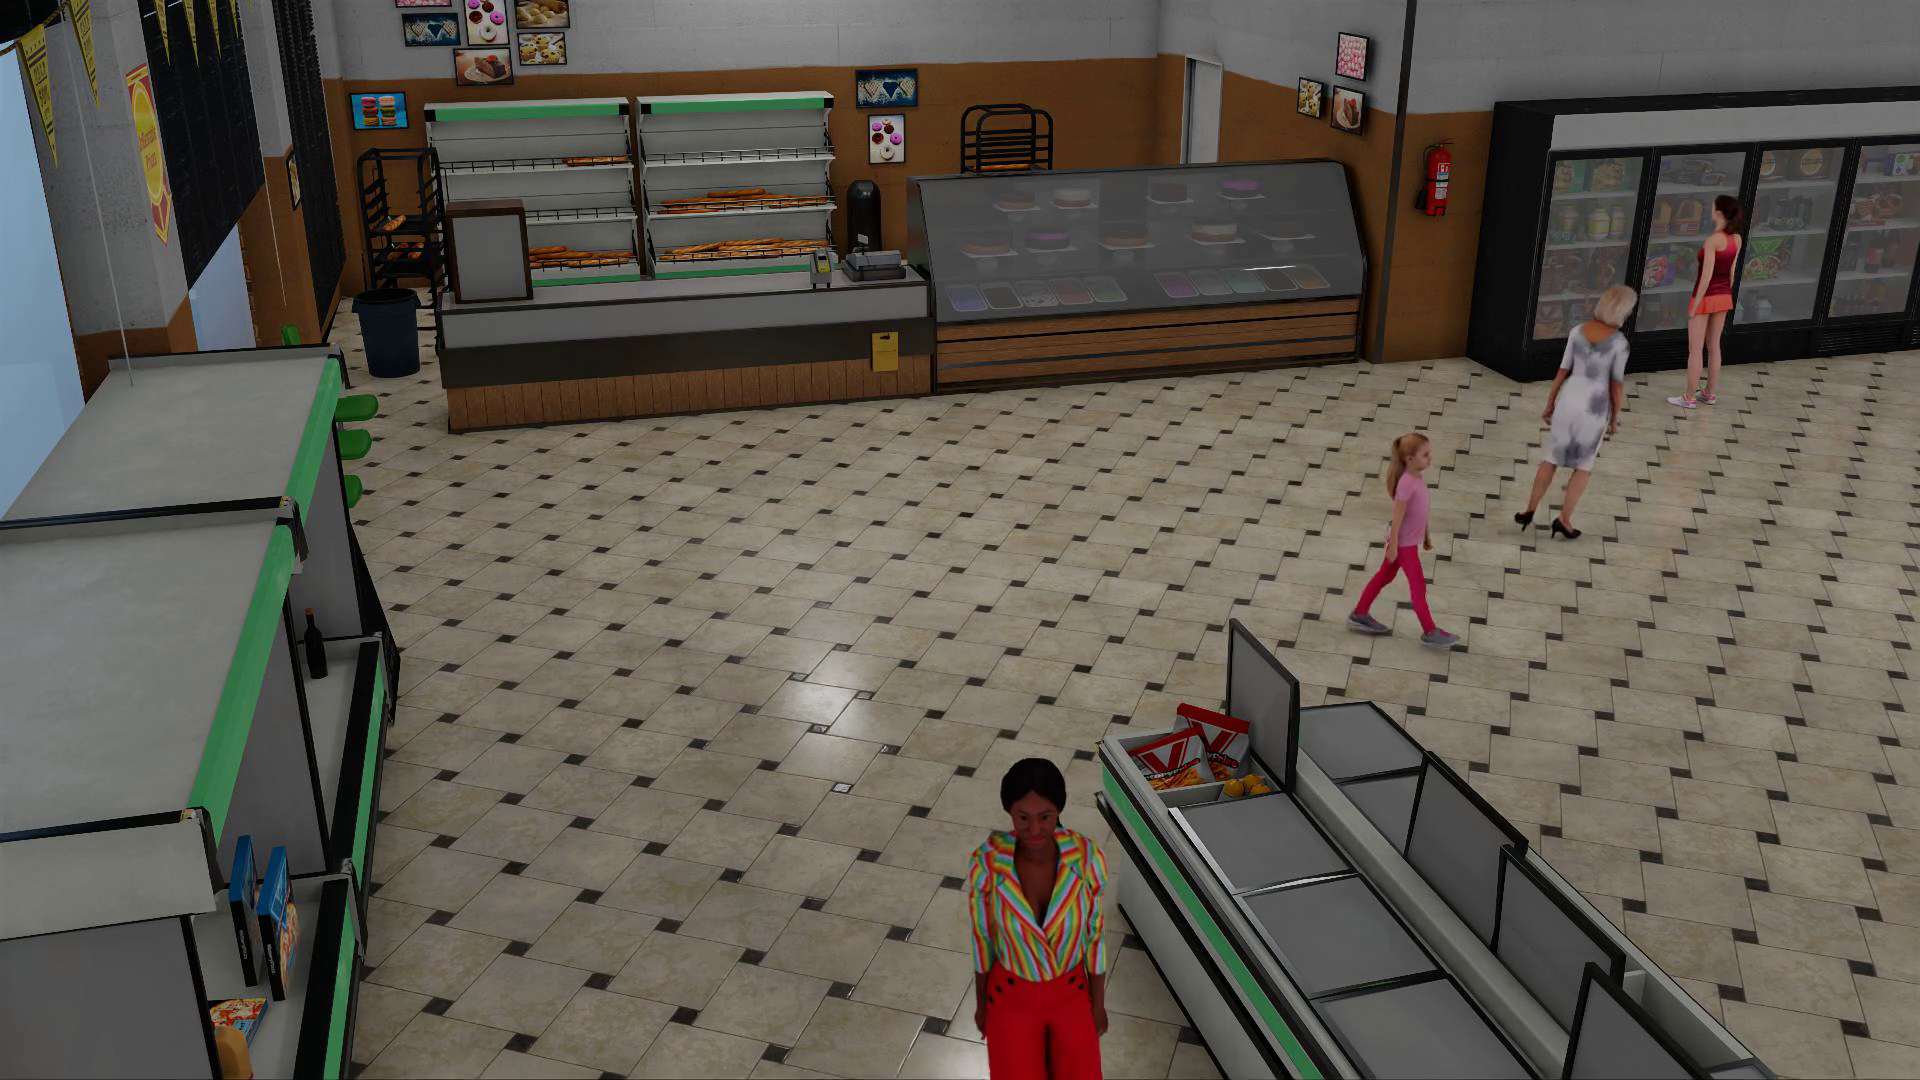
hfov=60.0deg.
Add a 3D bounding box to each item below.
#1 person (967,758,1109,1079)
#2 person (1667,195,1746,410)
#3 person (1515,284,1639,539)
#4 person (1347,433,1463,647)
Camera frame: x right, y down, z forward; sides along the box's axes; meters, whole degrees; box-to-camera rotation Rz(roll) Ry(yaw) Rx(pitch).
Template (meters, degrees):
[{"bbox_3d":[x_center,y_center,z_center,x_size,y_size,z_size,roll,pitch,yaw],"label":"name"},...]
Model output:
[{"bbox_3d":[0.244,1.439,5.200,0.695,1.778,0.992,-1,22,-4],"label":"person"},{"bbox_3d":[6.184,-1.965,13.708,0.610,1.752,0.607,-11,24,-25],"label":"person"},{"bbox_3d":[4.031,-0.816,10.900,0.764,1.714,0.891,12,25,28],"label":"person"},{"bbox_3d":[2.487,-0.008,9.520,0.906,1.243,0.872,11,24,25],"label":"person"}]
